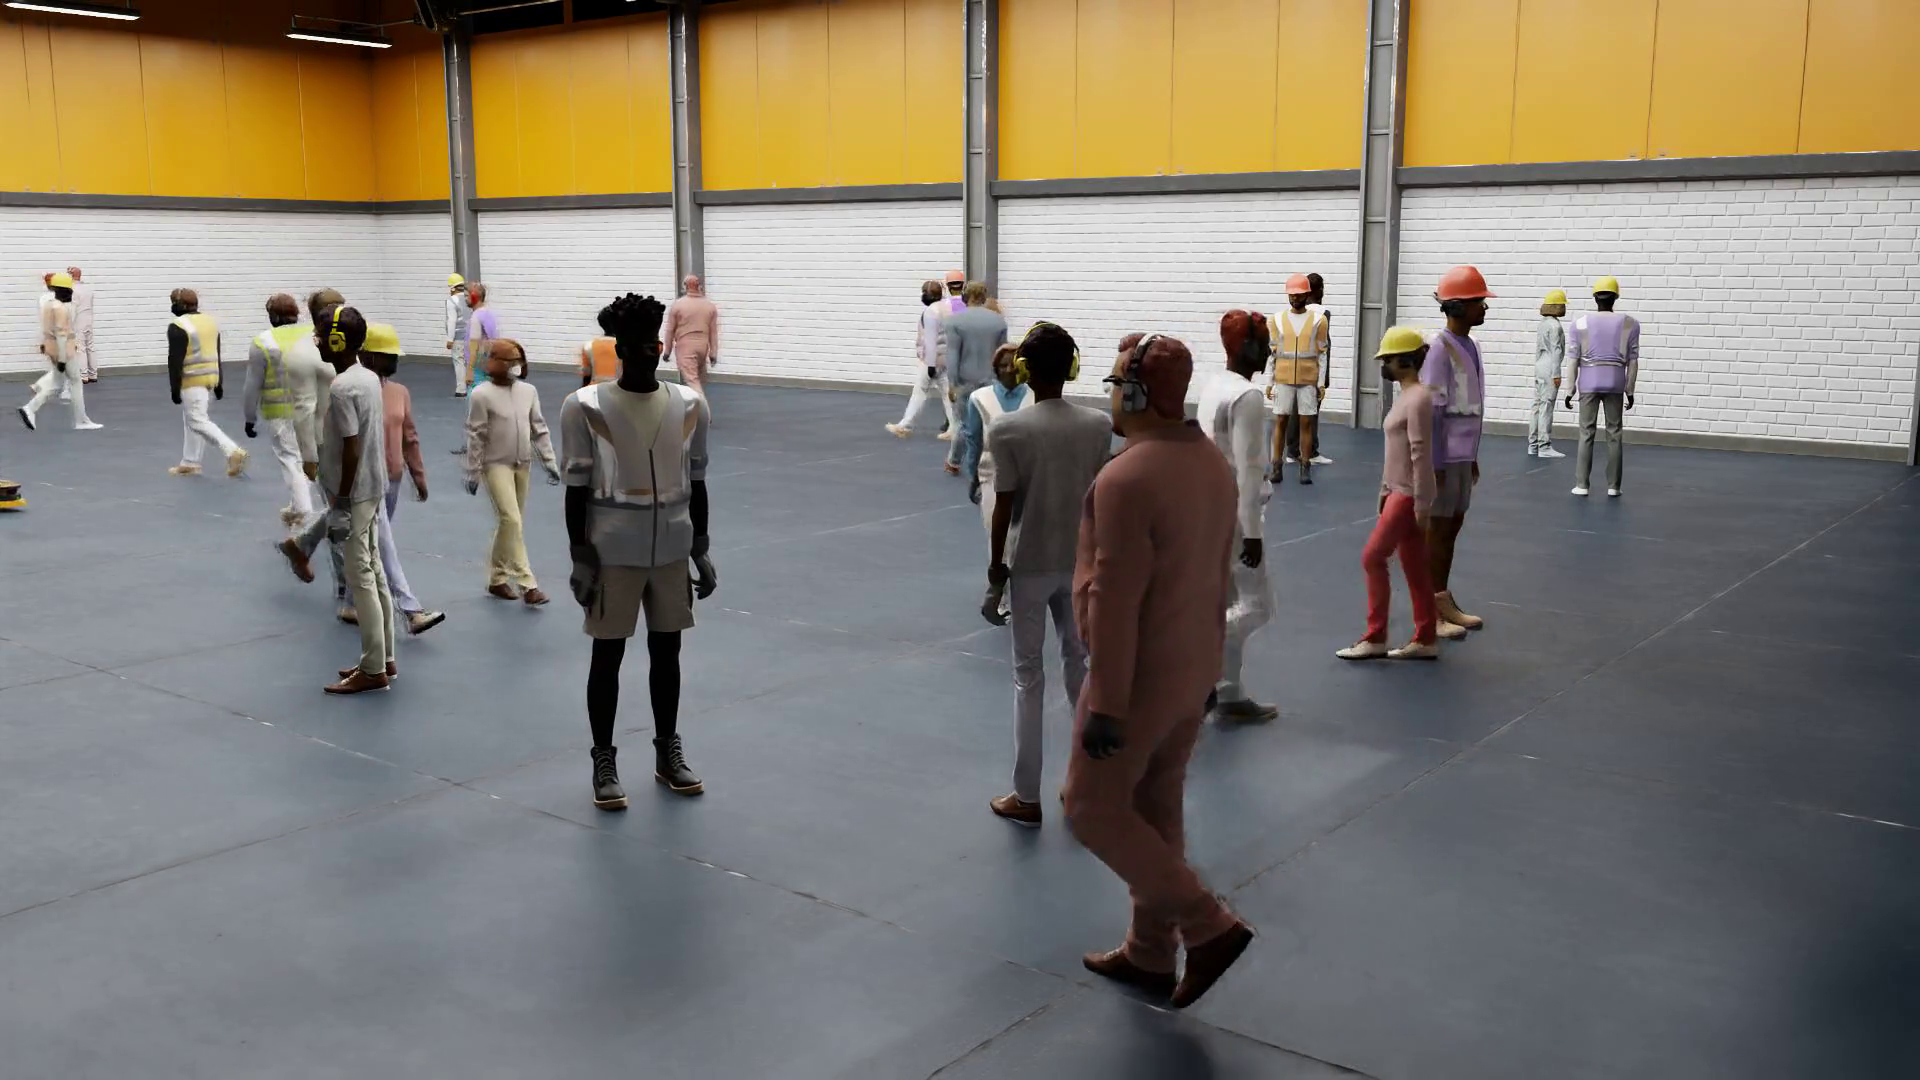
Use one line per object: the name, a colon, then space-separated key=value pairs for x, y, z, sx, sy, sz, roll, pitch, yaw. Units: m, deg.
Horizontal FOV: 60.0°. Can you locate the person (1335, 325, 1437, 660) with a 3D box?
person: x=2.200 y=-0.229 z=8.597 sx=0.671 sy=1.734 sz=0.540 roll=1 pitch=10 yaw=8

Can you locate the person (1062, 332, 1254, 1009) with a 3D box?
person: x=0.560 y=0.379 z=4.608 sx=0.524 sy=1.899 sz=0.654 roll=6 pitch=12 yaw=33

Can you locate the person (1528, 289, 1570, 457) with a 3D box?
person: x=6.173 y=-1.739 z=17.392 sx=0.305 sy=1.745 sz=0.483 roll=0 pitch=10 yaw=-1

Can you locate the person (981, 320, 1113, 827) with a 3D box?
person: x=0.320 y=0.129 z=6.159 sx=0.513 sy=1.869 sz=0.328 roll=-4 pitch=11 yaw=-23

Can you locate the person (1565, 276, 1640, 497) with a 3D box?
person: x=5.580 y=-1.326 z=14.487 sx=0.585 sy=1.916 sz=0.390 roll=3 pitch=10 yaw=16

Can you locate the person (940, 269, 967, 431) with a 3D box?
person: x=-0.042 y=-2.256 z=19.863 sx=0.542 sy=1.929 sz=0.374 roll=-4 pitch=11 yaw=-25

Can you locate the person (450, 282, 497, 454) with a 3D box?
person: x=-4.990 y=-1.798 z=17.495 sx=0.777 sy=1.823 sz=0.576 roll=-1 pitch=10 yaw=-9

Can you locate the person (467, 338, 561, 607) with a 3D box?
person: x=-2.646 y=-0.401 z=9.995 sx=0.718 sy=1.605 sz=0.505 roll=6 pitch=11 yaw=31

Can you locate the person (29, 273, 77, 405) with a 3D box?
person: x=-12.645 y=-2.781 z=23.129 sx=0.576 sy=1.860 sz=0.732 roll=5 pitch=11 yaw=28

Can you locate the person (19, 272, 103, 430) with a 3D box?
person: x=-10.792 y=-2.239 z=19.857 sx=0.811 sy=1.905 sz=0.598 roll=-9 pitch=13 yaw=-43

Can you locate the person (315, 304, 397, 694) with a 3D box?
person: x=-2.932 y=-0.187 z=8.023 sx=0.327 sy=1.861 sz=0.516 roll=-1 pitch=10 yaw=-6

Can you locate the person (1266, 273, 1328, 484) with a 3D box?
person: x=3.084 y=-1.471 z=15.270 sx=0.551 sy=1.935 sz=0.371 roll=3 pitch=10 yaw=14

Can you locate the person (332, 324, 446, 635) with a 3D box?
person: x=-3.169 y=-0.326 z=9.215 sx=0.920 sy=1.712 sz=0.540 roll=5 pitch=11 yaw=26

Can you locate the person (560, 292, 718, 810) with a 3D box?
person: x=-1.226 y=0.036 z=6.407 sx=0.607 sy=1.966 sz=0.373 roll=-6 pitch=11 yaw=-30

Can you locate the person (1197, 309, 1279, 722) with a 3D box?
person: x=1.169 y=-0.082 z=7.369 sx=0.514 sy=1.870 sz=0.608 roll=-2 pitch=10 yaw=-9

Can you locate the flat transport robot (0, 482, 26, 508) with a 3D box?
flat transport robot: x=-8.455 y=-0.398 z=13.867 sx=1.431 sy=0.197 sz=0.652 roll=8 pitch=12 yaw=37

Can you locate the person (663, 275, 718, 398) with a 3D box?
person: x=-3.302 y=-2.347 z=20.609 sx=0.633 sy=1.864 sz=1.016 roll=-8 pitch=12 yaw=-38

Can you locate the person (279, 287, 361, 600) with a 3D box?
person: x=-3.872 y=-0.579 z=10.134 sx=0.671 sy=1.917 sz=0.637 roll=2 pitch=10 yaw=11

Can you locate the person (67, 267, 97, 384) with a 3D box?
person: x=-14.441 y=-3.511 z=27.233 sx=0.405 sy=1.910 sz=0.636 roll=1 pitch=10 yaw=4

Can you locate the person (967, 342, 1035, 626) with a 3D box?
person: x=0.303 y=-0.359 z=9.748 sx=0.522 sy=1.614 sz=0.770 roll=0 pitch=10 yaw=1

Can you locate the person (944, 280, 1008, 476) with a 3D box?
person: x=0.145 y=-1.480 z=15.519 sx=0.637 sy=1.876 sz=1.041 roll=-3 pitch=10 yaw=-19

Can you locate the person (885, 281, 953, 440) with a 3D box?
person: x=-0.389 y=-2.029 z=18.914 sx=0.926 sy=1.799 sz=0.653 roll=4 pitch=11 yaw=23

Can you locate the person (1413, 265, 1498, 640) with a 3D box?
person: x=2.734 y=-0.483 z=9.199 sx=0.362 sy=2.048 sz=0.613 roll=7 pitch=12 yaw=34

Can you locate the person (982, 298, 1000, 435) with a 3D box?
person: x=0.448 y=-2.010 z=19.362 sx=0.553 sy=1.618 sz=0.508 roll=-3 pitch=10 yaw=-16

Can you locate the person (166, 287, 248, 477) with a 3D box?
person: x=-7.179 y=-1.485 z=15.754 sx=0.858 sy=1.812 sz=0.630 roll=1 pitch=10 yaw=8

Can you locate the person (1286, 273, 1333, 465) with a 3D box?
person: x=3.493 y=-1.718 z=16.760 sx=0.399 sy=1.920 sz=0.590 roll=-6 pitch=11 yaw=-31

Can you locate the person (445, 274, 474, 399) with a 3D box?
person: x=-7.316 y=-2.975 z=24.340 sx=0.404 sy=1.827 sz=0.600 roll=4 pitch=10 yaw=21

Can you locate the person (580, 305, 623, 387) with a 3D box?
person: x=-3.059 y=-1.196 z=14.453 sx=0.538 sy=1.676 sz=0.718 roll=1 pitch=10 yaw=7

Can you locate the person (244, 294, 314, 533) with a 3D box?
person: x=-5.130 y=-0.959 z=12.663 sx=0.790 sy=1.807 sz=0.652 roll=8 pitch=13 yaw=41
